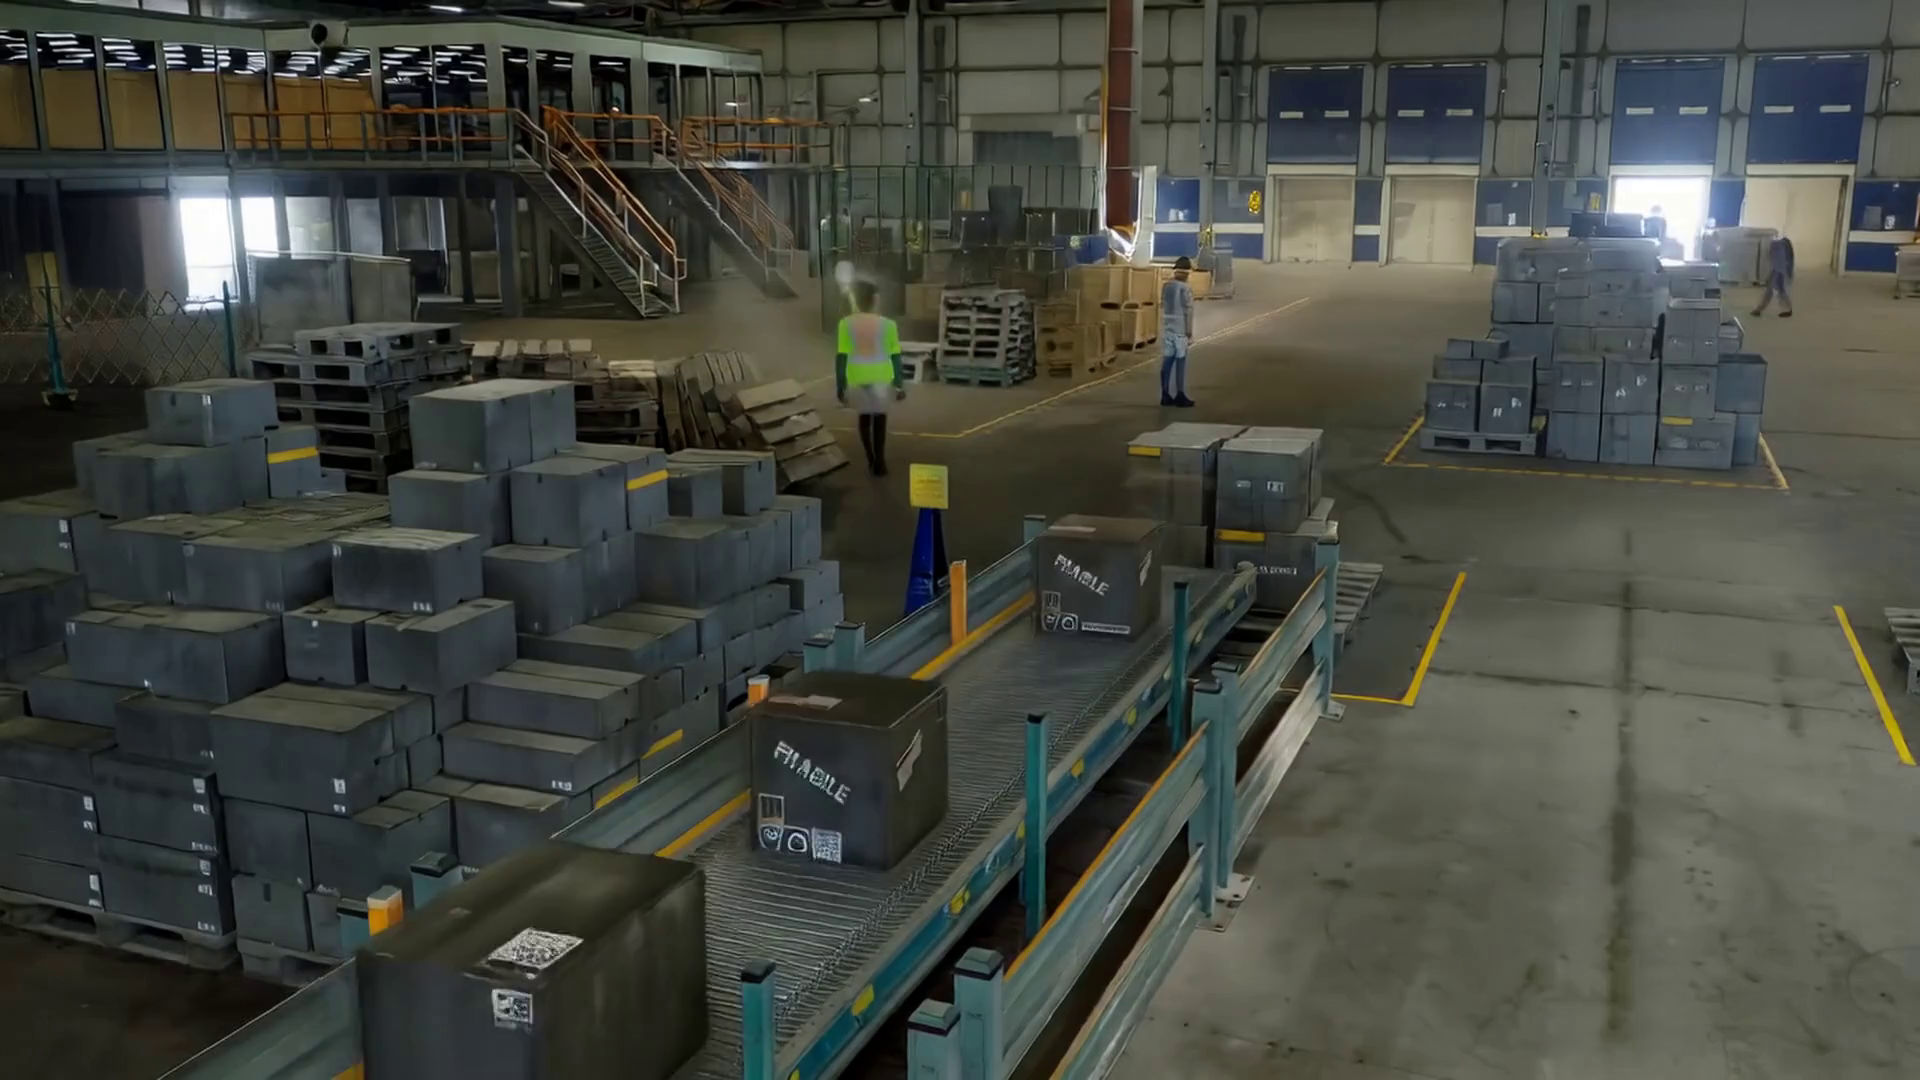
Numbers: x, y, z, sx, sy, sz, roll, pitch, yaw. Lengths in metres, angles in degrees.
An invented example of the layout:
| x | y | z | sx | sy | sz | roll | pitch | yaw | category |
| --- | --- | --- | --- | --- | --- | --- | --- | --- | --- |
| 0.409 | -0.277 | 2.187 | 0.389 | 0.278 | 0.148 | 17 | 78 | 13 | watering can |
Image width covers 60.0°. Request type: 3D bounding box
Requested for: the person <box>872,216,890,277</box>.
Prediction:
| x | y | z | sx | sy | sz | roll | pitch | yaw | category |
| --- | --- | --- | --- | --- | --- | --- | --- | --- | --- |
| -2.224 | -8.297 | 47.031 | 0.665 | 1.719 | 0.504 | -12 | 17 | -43 | person |

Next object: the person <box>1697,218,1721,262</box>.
| x | y | z | sx | sy | sz | roll | pitch | yaw | category |
| --- | --- | --- | --- | --- | --- | --- | --- | --- | --- |
| 17.036 | -6.356 | 37.881 | 0.476 | 1.923 | 0.546 | -4 | 13 | -18 | person |

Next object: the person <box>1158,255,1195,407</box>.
| x | y | z | sx | sy | sz | roll | pitch | yaw | category |
| --- | --- | --- | --- | --- | --- | --- | --- | --- | --- |
| 2.784 | -2.668 | 21.309 | 0.385 | 1.928 | 0.547 | -9 | 15 | -35 | person |

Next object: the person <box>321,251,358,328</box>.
| x | y | z | sx | sy | sz | roll | pitch | yaw | category |
| --- | --- | --- | --- | --- | --- | --- | --- | --- | --- |
| -9.845 | -3.710 | 26.439 | 0.566 | 1.735 | 0.504 | -7 | 14 | -27 | person |

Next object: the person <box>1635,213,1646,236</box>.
| x | y | z | sx | sy | sz | roll | pitch | yaw | category |
| --- | --- | --- | --- | --- | --- | --- | --- | --- | --- |
| 17.339 | -7.413 | 42.655 | 0.592 | 1.900 | 0.734 | -5 | 14 | -23 | person |

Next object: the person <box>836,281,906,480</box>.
| x | y | z | sx | sy | sz | roll | pitch | yaw | category |
| --- | --- | --- | --- | --- | --- | --- | --- | --- | --- |
| -0.862 | -1.577 | 16.386 | 0.679 | 1.931 | 0.642 | 2 | 13 | 11 | person |

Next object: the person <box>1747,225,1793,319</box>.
| x | y | z | sx | sy | sz | roll | pitch | yaw | category |
| --- | --- | --- | --- | --- | --- | --- | --- | --- | --- |
| 16.582 | -5.434 | 33.818 | 1.037 | 1.892 | 0.628 | 0 | 13 | 0 | person |

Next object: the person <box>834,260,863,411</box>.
| x | y | z | sx | sy | sz | roll | pitch | yaw | category |
| --- | --- | --- | --- | --- | --- | --- | --- | --- | --- |
| -1.407 | -2.552 | 20.833 | 0.456 | 1.902 | 0.633 | 2 | 13 | 11 | person |

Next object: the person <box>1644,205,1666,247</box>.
| x | y | z | sx | sy | sz | roll | pitch | yaw | category |
| --- | --- | --- | --- | --- | --- | --- | --- | --- | --- |
| 19.846 | -8.559 | 47.574 | 0.611 | 1.997 | 0.375 | 1 | 13 | 3 | person |

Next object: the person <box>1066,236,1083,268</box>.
| x | y | z | sx | sy | sz | roll | pitch | yaw | category |
| --- | --- | --- | --- | --- | --- | --- | --- | --- | --- |
| 2.125 | -4.601 | 30.226 | 0.895 | 1.825 | 0.540 | -2 | 13 | -11 | person |

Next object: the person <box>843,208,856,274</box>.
| x | y | z | sx | sy | sz | roll | pitch | yaw | category |
| --- | --- | --- | --- | --- | --- | --- | --- | --- | --- |
| -3.195 | -8.659 | 48.130 | 0.379 | 1.950 | 0.609 | 4 | 13 | 18 | person |

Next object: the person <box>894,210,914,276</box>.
| x | y | z | sx | sy | sz | roll | pitch | yaw | category |
| --- | --- | --- | --- | --- | --- | --- | --- | --- | --- |
| -1.533 | -8.378 | 47.042 | 0.619 | 1.874 | 0.561 | -9 | 15 | -34 | person |
